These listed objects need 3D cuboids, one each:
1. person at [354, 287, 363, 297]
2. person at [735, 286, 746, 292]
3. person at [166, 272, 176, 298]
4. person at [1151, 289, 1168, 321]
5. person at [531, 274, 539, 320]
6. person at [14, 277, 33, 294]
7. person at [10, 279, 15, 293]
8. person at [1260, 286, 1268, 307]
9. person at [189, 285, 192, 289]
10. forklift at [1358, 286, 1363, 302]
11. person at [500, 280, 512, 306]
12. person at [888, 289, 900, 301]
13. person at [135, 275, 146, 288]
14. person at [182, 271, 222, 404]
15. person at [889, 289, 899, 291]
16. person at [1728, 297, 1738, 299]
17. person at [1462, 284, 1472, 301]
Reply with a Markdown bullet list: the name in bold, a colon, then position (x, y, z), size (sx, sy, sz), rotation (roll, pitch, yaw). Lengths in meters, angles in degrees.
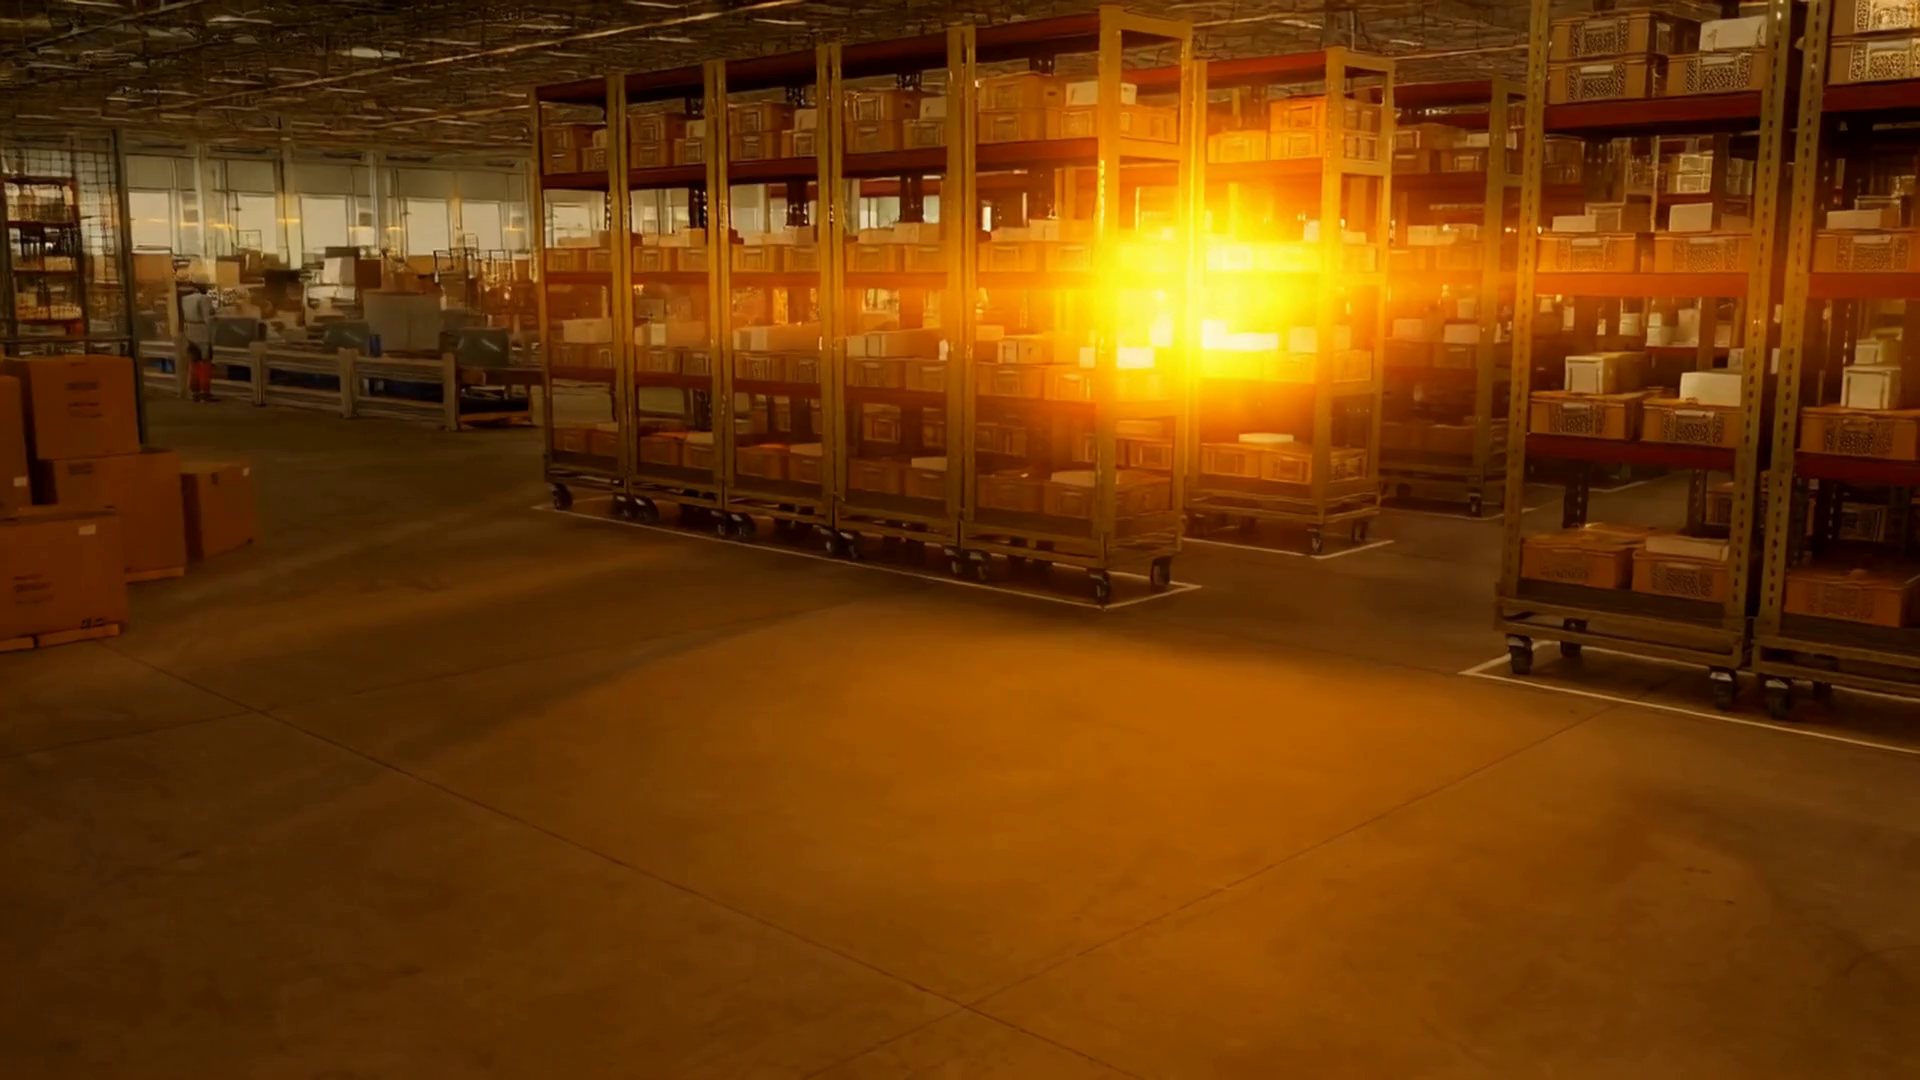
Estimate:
- **person**: position (-21.825, -8.694, 60.178), size (0.695, 1.922, 0.545), rotation (-3, 10, -17)
- **person**: position (-8.378, -9.129, 62.484), size (0.681, 2.000, 0.536), rotation (-1, 9, -6)
- **person**: position (-32.729, -10.158, 69.105), size (0.372, 1.940, 0.632), rotation (-1, 9, -7)
- **person**: position (2.713, -2.425, 22.082), size (0.763, 1.806, 0.625), rotation (-7, 12, -37)
- **person**: position (-15.835, -8.978, 62.099), size (0.533, 1.865, 0.311), rotation (7, 12, 38)
- **person**: position (-29.861, -7.540, 53.110), size (0.539, 1.930, 0.391), rotation (-8, 12, -42)
- **person**: position (-41.357, -10.712, 72.473), size (0.399, 1.949, 0.605), rotation (-6, 11, -35)
- **person**: position (10.293, -8.055, 56.413), size (0.559, 1.902, 0.973), rotation (7, 12, 37)
- **person**: position (-26.962, -8.395, 58.546), size (0.522, 1.861, 0.317), rotation (5, 11, 29)
- **forklift**: position (11.100, -7.017, 46.970), size (1.873, 2.768, 1.129), rotation (9, 13, 43)
- **person**: position (-15.897, -8.275, 58.328), size (0.536, 1.691, 0.320), rotation (6, 11, 32)
- **person**: position (-2.277, -8.230, 58.303), size (0.508, 1.610, 0.739), rotation (-7, 12, -37)
- **person**: position (-32.792, -9.666, 66.405), size (0.554, 1.833, 0.492), rotation (3, 10, 16)
- **person**: position (-11.606, -3.088, 25.487), size (0.603, 2.035, 0.403), rotation (5, 11, 30)
- **person**: position (-2.361, -8.650, 59.687), size (0.387, 1.992, 0.626), rotation (4, 10, 21)
- **person**: position (14.655, -4.004, 31.544), size (1.013, 1.899, 0.621), rotation (3, 10, 17)
- **person**: position (14.693, -6.590, 48.002), size (0.634, 1.671, 0.563), rotation (6, 11, 31)
